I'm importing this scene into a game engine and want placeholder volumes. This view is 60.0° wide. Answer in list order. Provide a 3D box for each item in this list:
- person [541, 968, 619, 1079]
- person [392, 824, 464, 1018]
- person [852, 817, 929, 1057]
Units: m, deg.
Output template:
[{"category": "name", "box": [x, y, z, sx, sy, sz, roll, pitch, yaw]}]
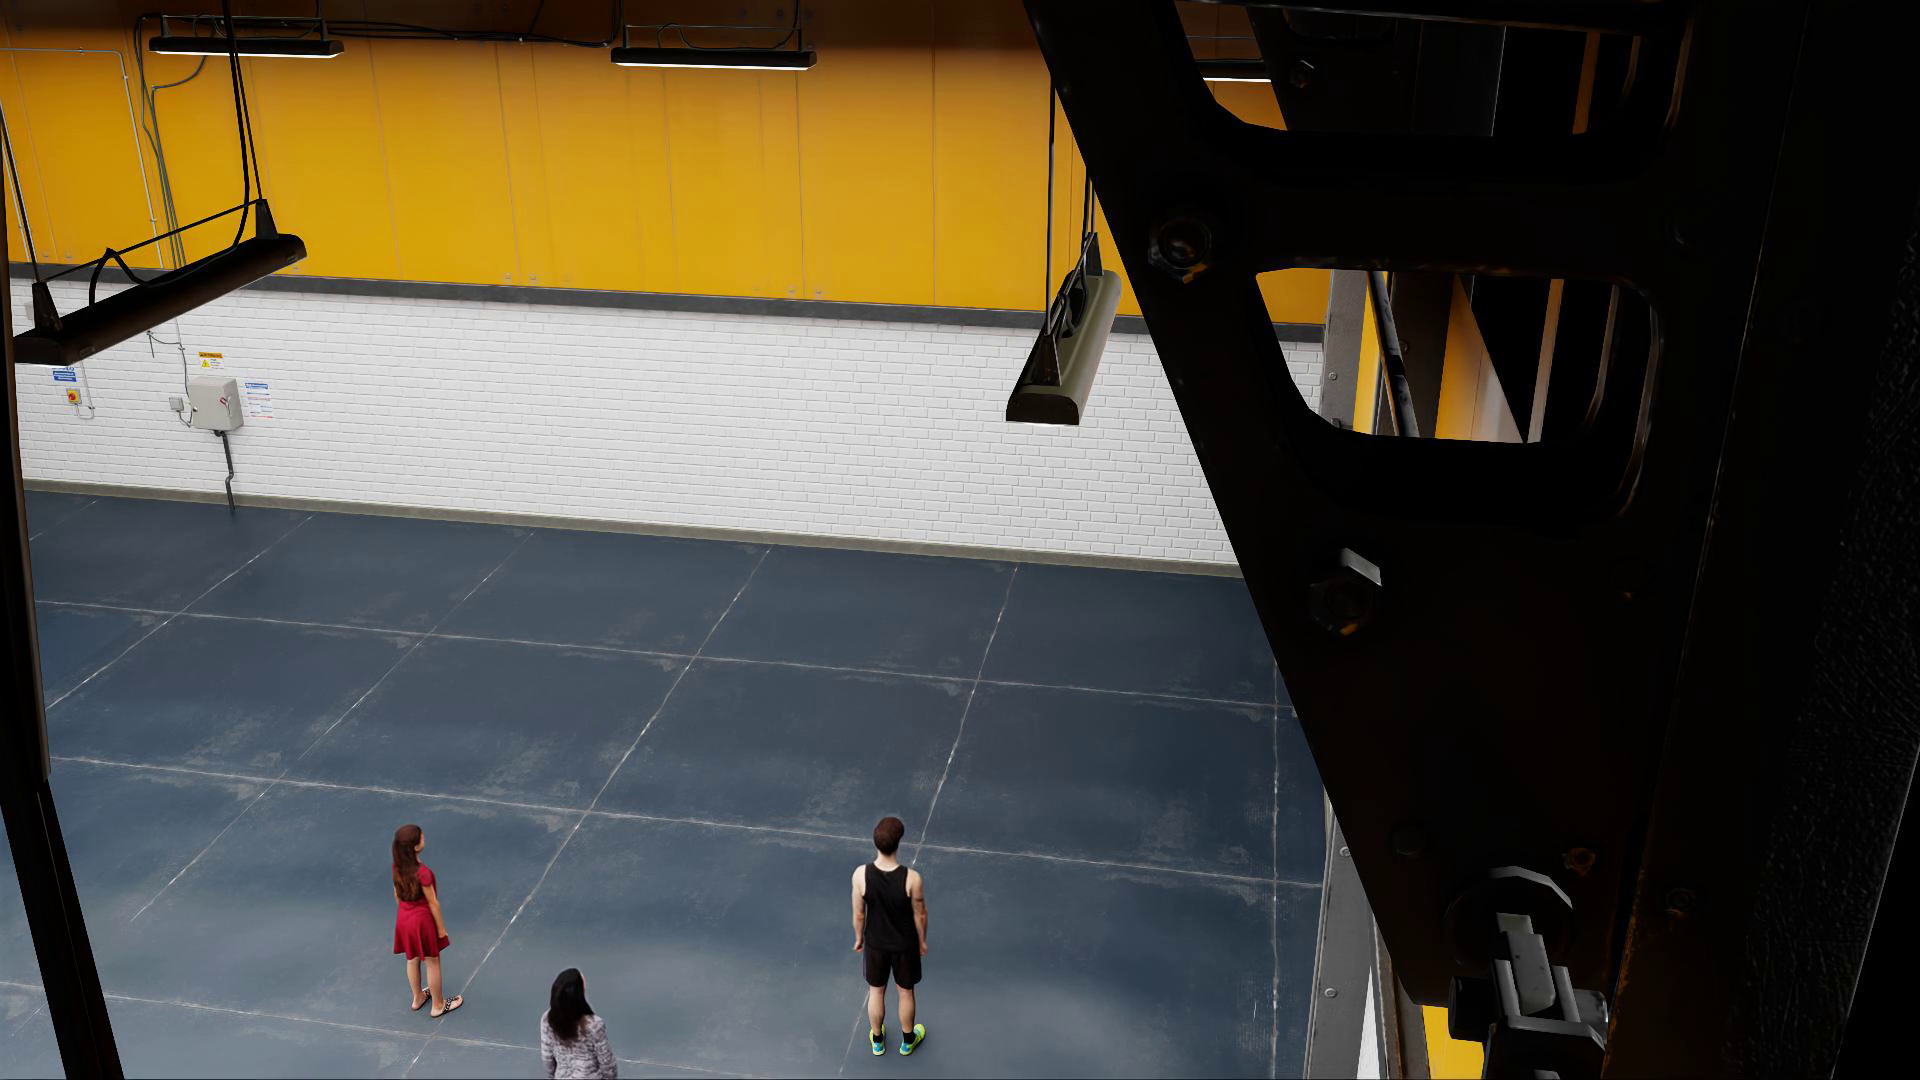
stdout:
[{"category": "person", "box": [-2.347, 3.390, 10.305, 0.617, 1.732, 0.525, 5, 24, 12]}, {"category": "person", "box": [-3.911, 2.737, 12.023, 0.626, 1.553, 0.682, 12, 26, 25]}, {"category": "person", "box": [-0.481, 2.764, 11.537, 0.685, 1.892, 0.600, 2, 24, 5]}]
